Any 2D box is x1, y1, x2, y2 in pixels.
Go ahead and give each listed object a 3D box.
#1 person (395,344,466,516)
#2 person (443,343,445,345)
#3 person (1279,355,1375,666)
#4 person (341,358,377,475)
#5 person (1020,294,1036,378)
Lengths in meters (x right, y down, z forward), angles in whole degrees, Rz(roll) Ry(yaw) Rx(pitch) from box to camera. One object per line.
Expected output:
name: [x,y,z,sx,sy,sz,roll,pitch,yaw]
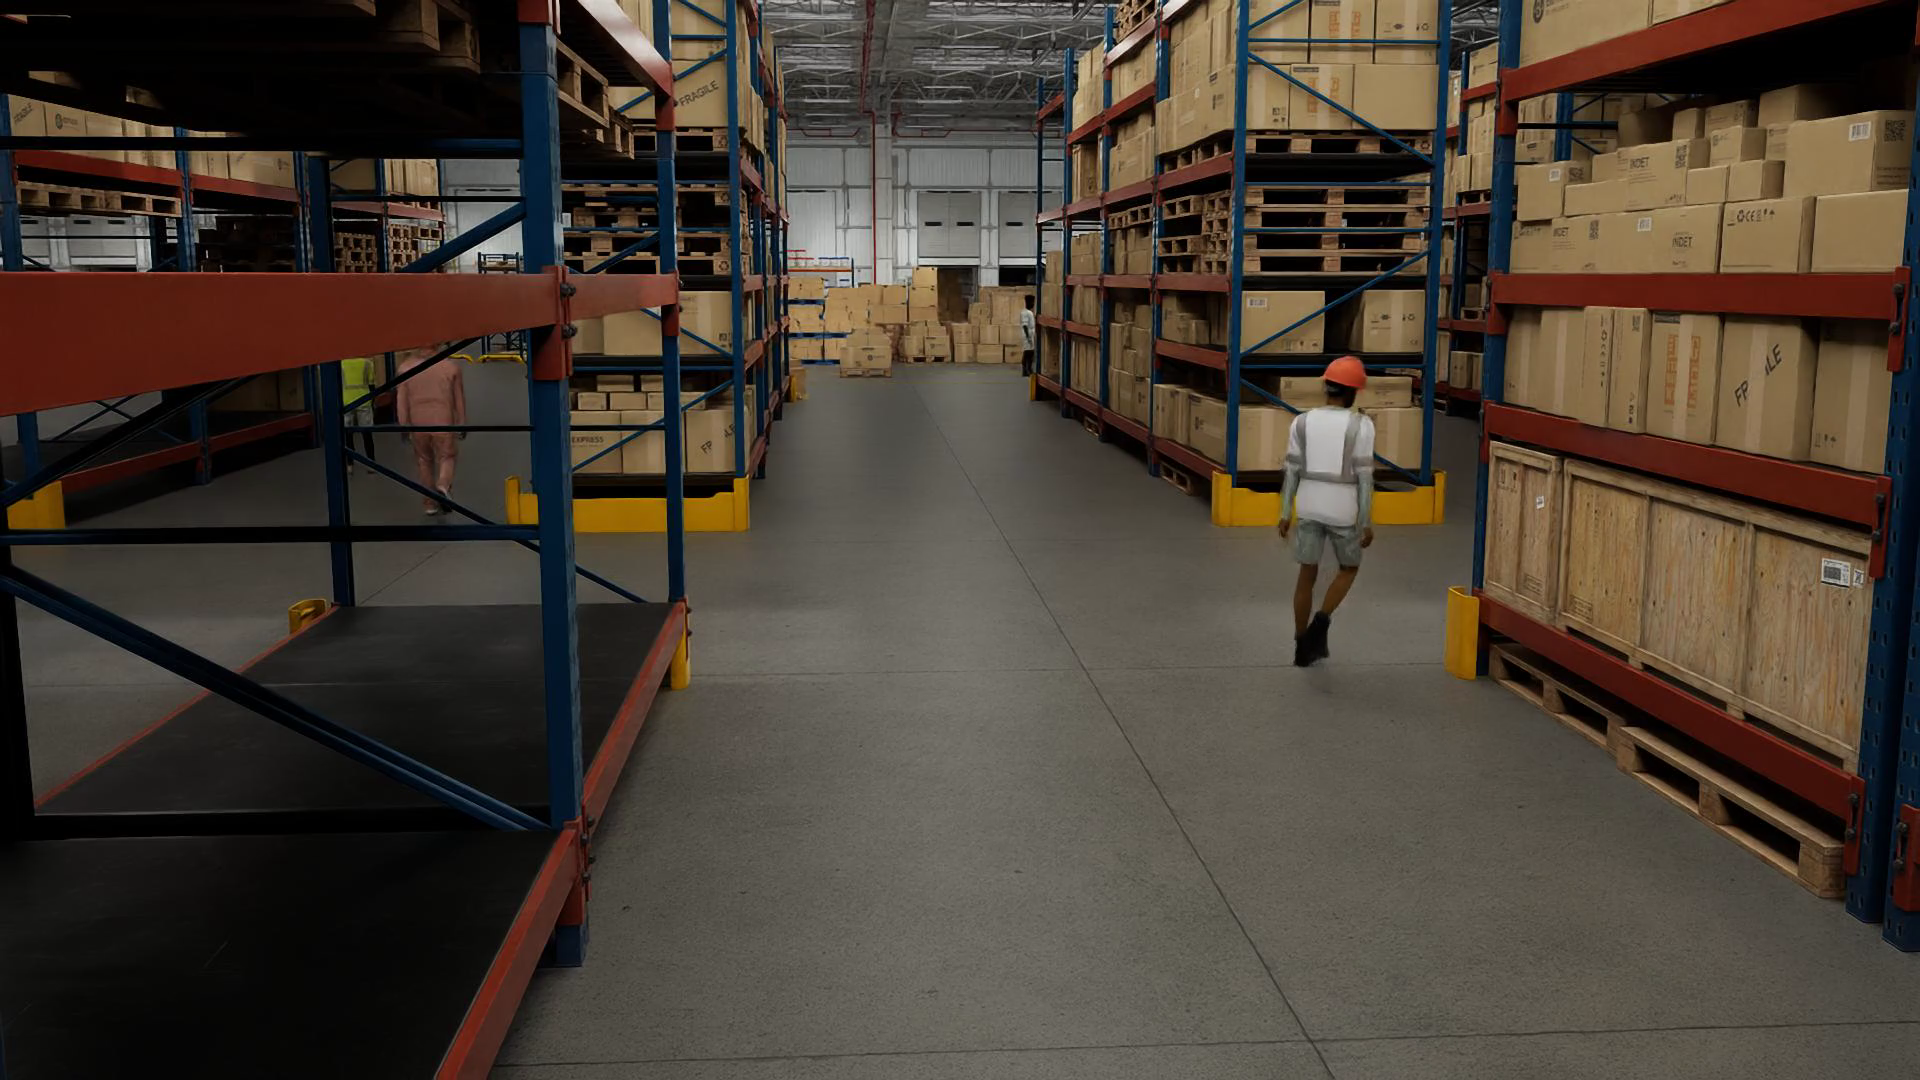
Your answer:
person: [-5.253,-1.168,16.532,0.663,1.894,0.515,-2,9,-12]
person: [-11.984,-4.682,38.478,0.552,1.935,0.369,8,12,42]
person: [2.254,-0.169,10.204,0.653,1.915,0.447,6,11,34]
person: [-7.300,-1.626,20.045,0.538,1.695,0.319,-5,11,-31]
person: [1.615,-4.797,39.137,0.387,1.958,0.611,4,10,21]
